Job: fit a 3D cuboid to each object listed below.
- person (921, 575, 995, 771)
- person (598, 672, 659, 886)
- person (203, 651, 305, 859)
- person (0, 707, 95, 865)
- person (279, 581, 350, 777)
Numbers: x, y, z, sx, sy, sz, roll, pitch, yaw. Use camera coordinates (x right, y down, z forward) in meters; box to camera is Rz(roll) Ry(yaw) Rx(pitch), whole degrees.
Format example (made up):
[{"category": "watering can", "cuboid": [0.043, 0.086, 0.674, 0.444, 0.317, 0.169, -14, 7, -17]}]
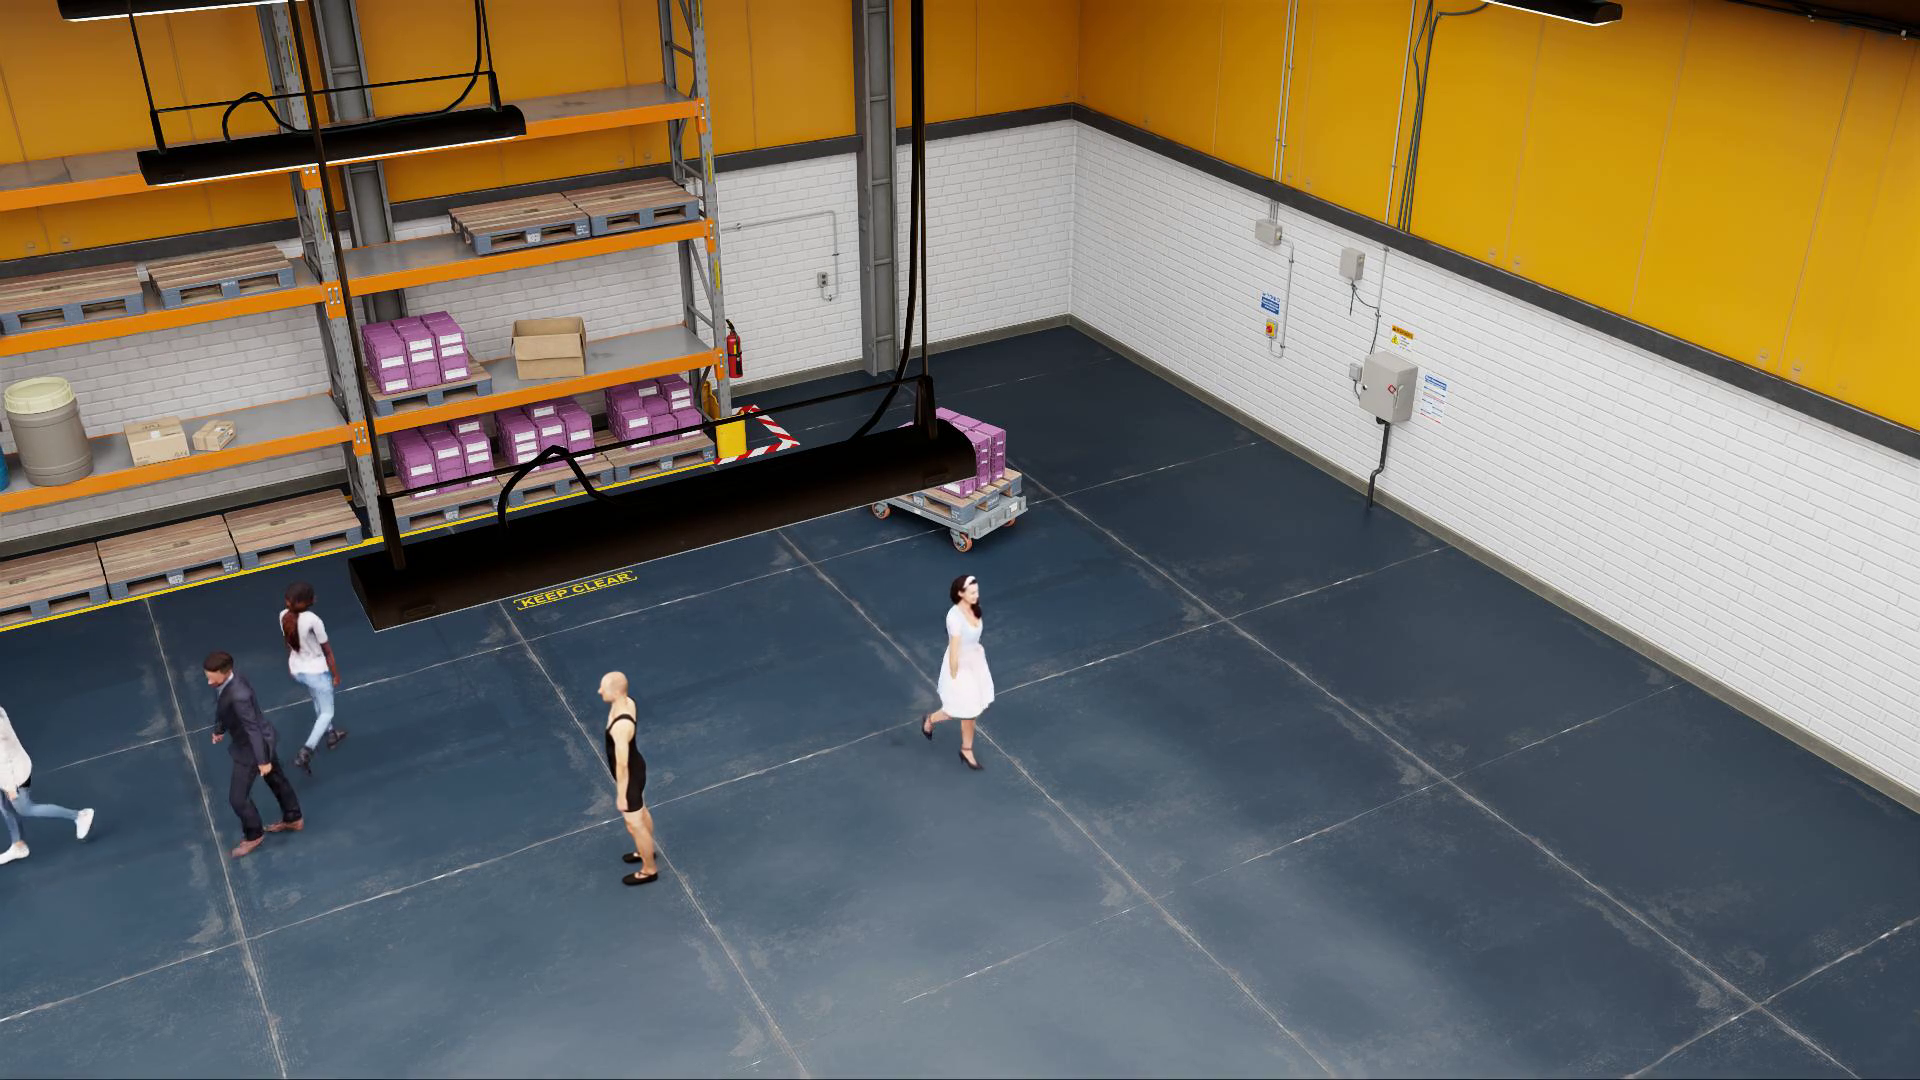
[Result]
[{"category": "person", "cuboid": [-0.046, 1.074, 13.638, 0.958, 1.806, 0.967, 17, 33, 28]}, {"category": "person", "cuboid": [-2.455, 1.754, 12.383, 0.628, 1.814, 0.692, -5, 29, -9]}, {"category": "person", "cuboid": [-5.328, 1.566, 12.709, 0.817, 1.831, 0.782, -11, 30, -19]}, {"category": "person", "cuboid": [-7.139, 1.725, 12.641, 1.000, 1.617, 0.683, -19, 34, -31]}, {"category": "person", "cuboid": [-5.353, 1.142, 13.623, 0.972, 1.700, 1.082, 9, 30, 16]}]
